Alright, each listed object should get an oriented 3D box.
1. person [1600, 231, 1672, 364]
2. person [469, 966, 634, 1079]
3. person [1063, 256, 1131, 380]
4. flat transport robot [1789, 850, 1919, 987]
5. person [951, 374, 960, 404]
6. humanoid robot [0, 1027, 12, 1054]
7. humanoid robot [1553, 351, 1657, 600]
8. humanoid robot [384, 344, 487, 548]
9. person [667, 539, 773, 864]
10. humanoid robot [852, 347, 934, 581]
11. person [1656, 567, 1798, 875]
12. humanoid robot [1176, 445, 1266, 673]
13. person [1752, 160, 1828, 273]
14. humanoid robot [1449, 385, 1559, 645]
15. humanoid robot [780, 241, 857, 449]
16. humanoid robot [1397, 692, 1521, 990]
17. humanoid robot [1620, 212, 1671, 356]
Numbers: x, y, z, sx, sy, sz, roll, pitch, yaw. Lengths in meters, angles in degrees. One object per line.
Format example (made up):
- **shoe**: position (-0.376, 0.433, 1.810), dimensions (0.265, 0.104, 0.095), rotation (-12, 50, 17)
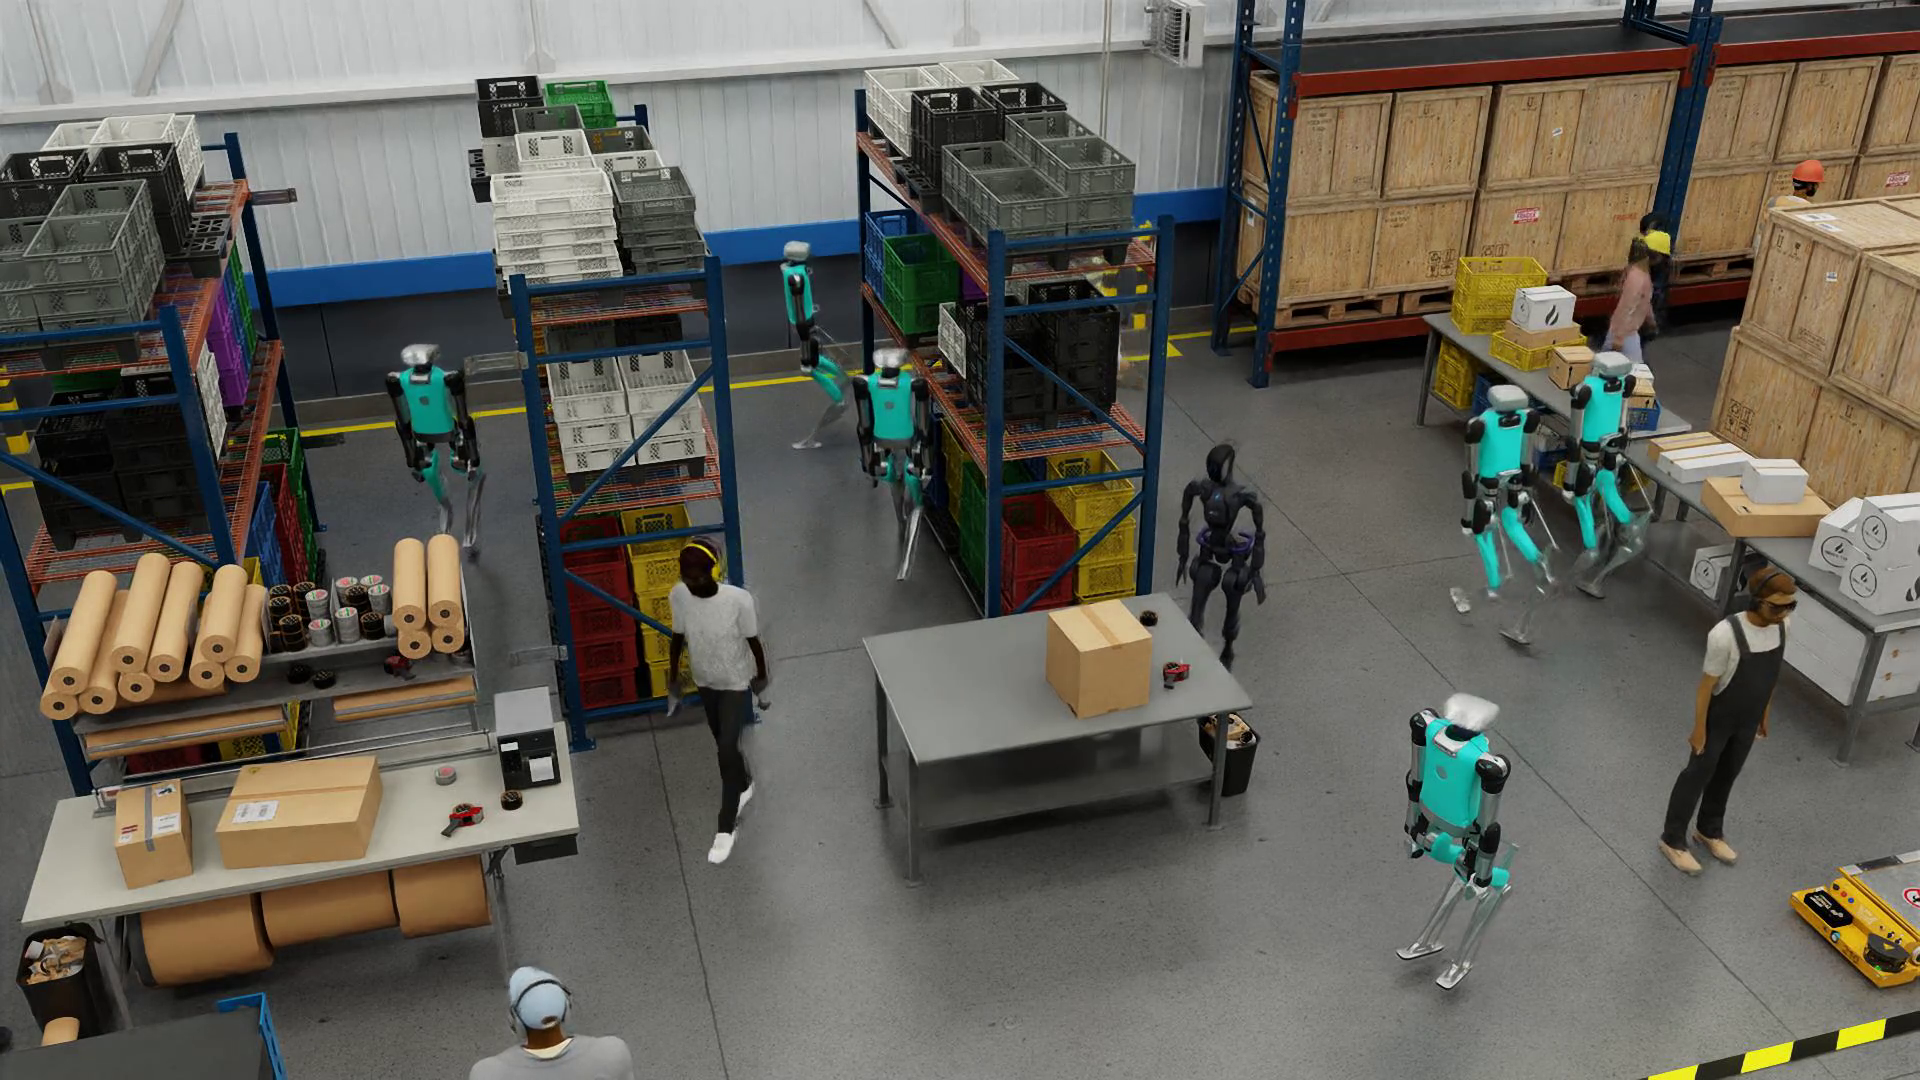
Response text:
- **person**: position (5.623, -1.727, 13.809), dimensions (0.882, 1.709, 0.526), rotation (9, 30, 15)
- **person**: position (-1.483, 2.333, 6.272), dimensions (0.597, 1.851, 0.381), rotation (-8, 30, -14)
- **person**: position (1.087, -2.200, 14.557), dimensions (0.821, 1.815, 0.626), rotation (17, 33, 28)
- **flat transport robot**: position (5.163, 1.916, 8.676), dimensions (1.431, 0.231, 0.659), rotation (-8, 30, -14)
- **person**: position (0.044, -1.713, 13.566), dimensions (0.376, 1.916, 0.595), rotation (0, 29, 0)
- **humanoid robot**: position (-4.671, 1.826, 7.392), dimensions (0.613, 1.635, 0.554), rotation (-9, 30, -16)
- **humanoid robot**: position (4.433, -0.343, 11.292), dimensions (0.540, 1.806, 0.749), rotation (-14, 32, -24)
- **humanoid robot**: position (-3.629, -0.631, 11.806), dimensions (0.536, 1.787, 0.862), rotation (0, 29, -1)
- **person**: position (-1.348, 0.859, 8.973), dimensions (0.530, 1.831, 0.846), rotation (10, 30, 17)
- **humanoid robot**: position (-0.400, -0.654, 11.853), dimensions (0.555, 1.789, 0.923), rotation (4, 29, 8)
- **person**: position (4.089, 0.951, 8.808), dimensions (0.501, 1.841, 0.348), rotation (-10, 30, -18)
- **humanoid robot**: position (1.623, 0.182, 10.379), dimensions (0.611, 1.643, 0.636), rotation (15, 32, 25)
- **person**: position (7.366, -2.442, 14.876), dimensions (0.366, 1.933, 0.550), rotation (-17, 33, -28)
- **humanoid robot**: position (3.591, -0.101, 10.831), dimensions (0.548, 1.743, 0.984), rotation (-10, 30, -17)
- **humanoid robot**: position (-0.962, -1.558, 13.499), dimensions (0.920, 1.788, 0.556), rotation (-3, 29, -6)
- **humanoid robot**: position (2.475, 1.386, 7.973), dimensions (0.735, 1.680, 0.533), rotation (-17, 33, -28)
- **humanoid robot**: position (5.968, -2.050, 14.435), dimensions (0.446, 1.635, 0.589), rotation (-9, 30, -16)
